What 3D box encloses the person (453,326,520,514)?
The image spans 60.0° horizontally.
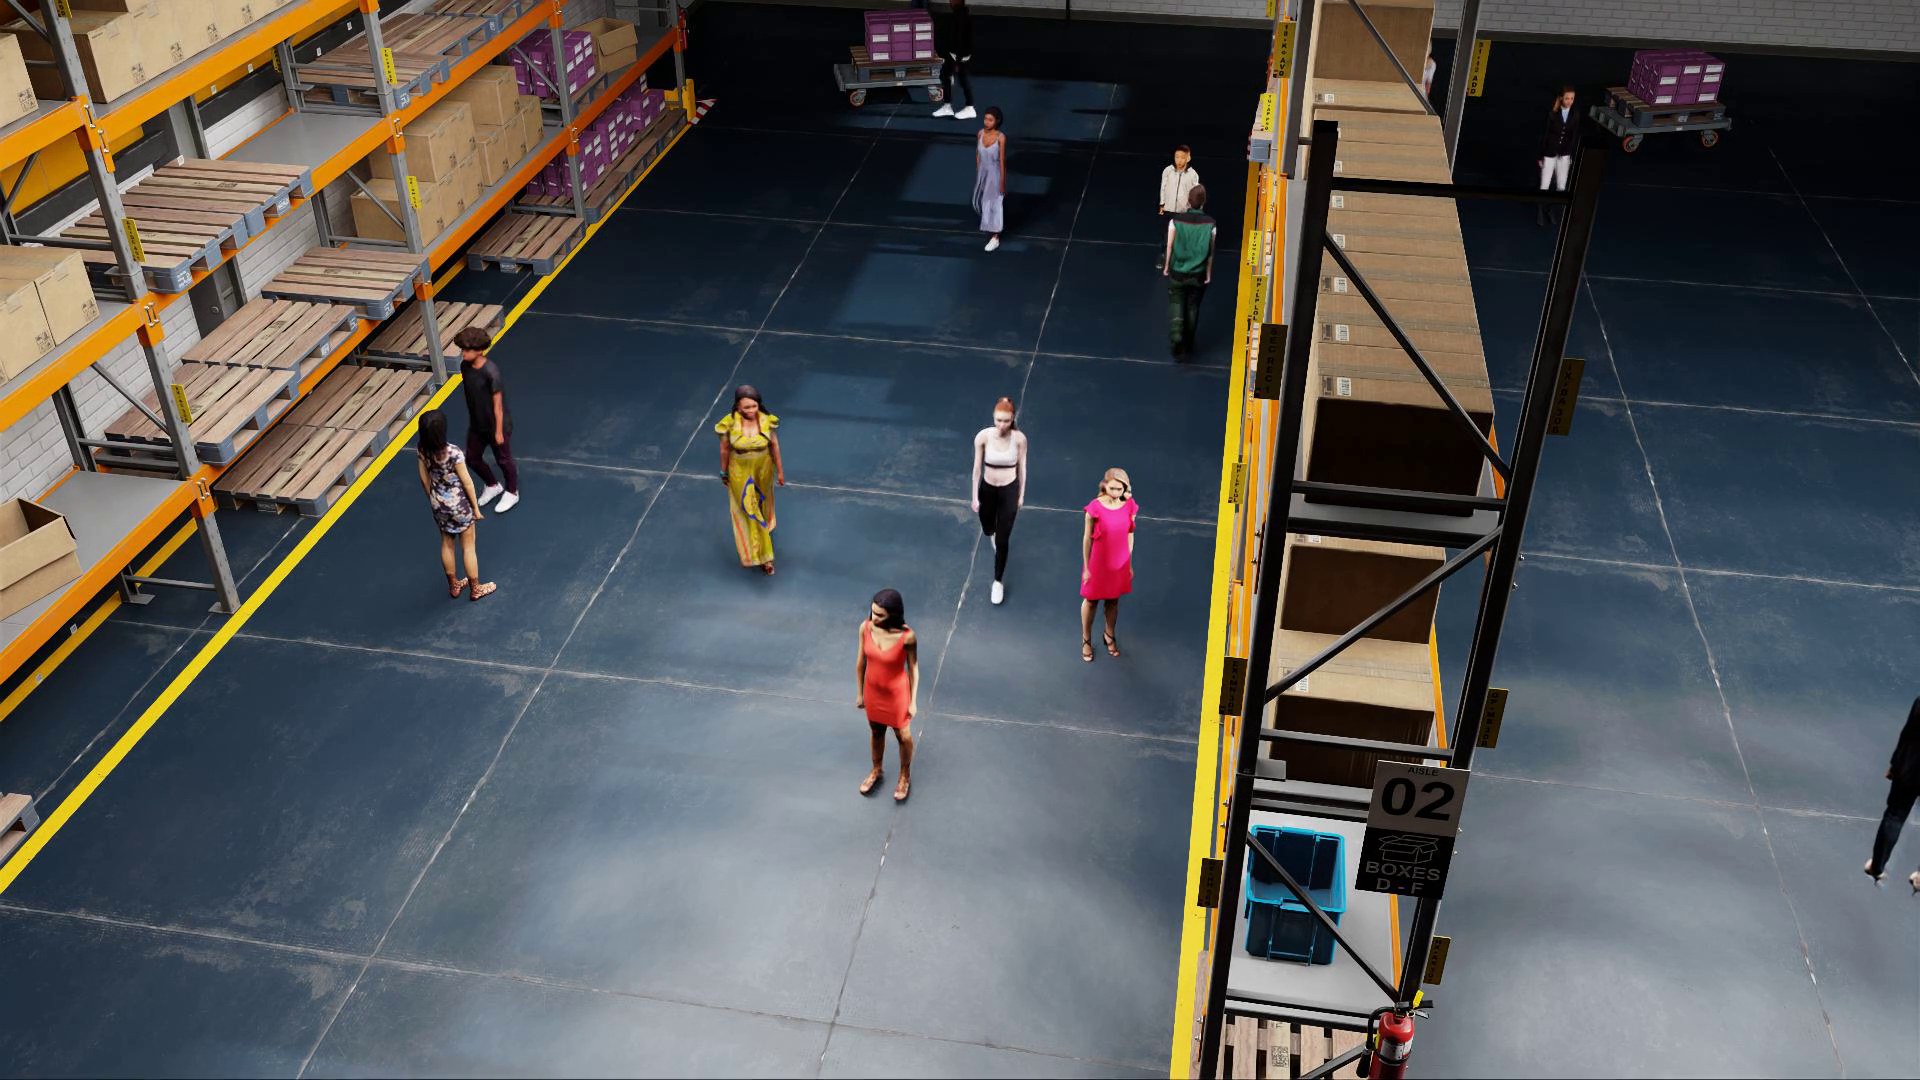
[{"bbox_3d":[-4.060,-1.085,14.542,0.704,1.769,0.717,17,37,24],"label":"person"}]

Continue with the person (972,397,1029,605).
[{"bbox_3d":[0.312,-0.398,13.553,0.647,1.719,1.079,2,34,3],"label":"person"}]

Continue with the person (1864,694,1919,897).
[{"bbox_3d":[5.827,1.397,9.889,0.755,1.778,0.648,12,35,17],"label":"person"}]

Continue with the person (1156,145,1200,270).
[{"bbox_3d":[2.479,-3.791,18.896,0.591,1.455,0.530,8,34,12],"label":"person"}]

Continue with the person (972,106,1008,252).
[{"bbox_3d":[0.419,-4.232,19.354,0.766,1.683,0.906,21,39,28],"label":"person"}]

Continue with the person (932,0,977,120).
[{"bbox_3d":[0.072,-6.702,22.968,0.975,1.796,0.943,-11,35,-16],"label":"person"}]

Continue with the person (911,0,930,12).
[{"bbox_3d":[-0.629,-8.930,26.320,0.649,1.795,0.609,18,38,25],"label":"person"}]

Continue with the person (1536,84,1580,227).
[{"bbox_3d":[7.073,-4.602,19.879,0.613,1.718,0.615,2,34,3],"label":"person"}]

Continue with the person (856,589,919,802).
[{"bbox_3d":[-0.489,1.041,11.389,0.613,1.718,0.561,10,35,15],"label":"person"}]

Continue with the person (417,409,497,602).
[{"bbox_3d":[-4.092,-0.282,13.366,0.632,1.733,0.561,11,35,16],"label":"person"}]

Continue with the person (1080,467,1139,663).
[{"bbox_3d":[1.119,0.168,12.695,0.658,1.726,0.668,-8,34,-12],"label":"person"}]

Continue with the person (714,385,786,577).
[{"bbox_3d":[-1.774,-0.582,13.938,1.217,1.599,1.407,-15,36,-21],"label":"person"}]

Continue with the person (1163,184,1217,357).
[{"bbox_3d":[2.318,-2.711,16.938,0.666,1.825,0.903,4,34,7],"label":"person"}]
